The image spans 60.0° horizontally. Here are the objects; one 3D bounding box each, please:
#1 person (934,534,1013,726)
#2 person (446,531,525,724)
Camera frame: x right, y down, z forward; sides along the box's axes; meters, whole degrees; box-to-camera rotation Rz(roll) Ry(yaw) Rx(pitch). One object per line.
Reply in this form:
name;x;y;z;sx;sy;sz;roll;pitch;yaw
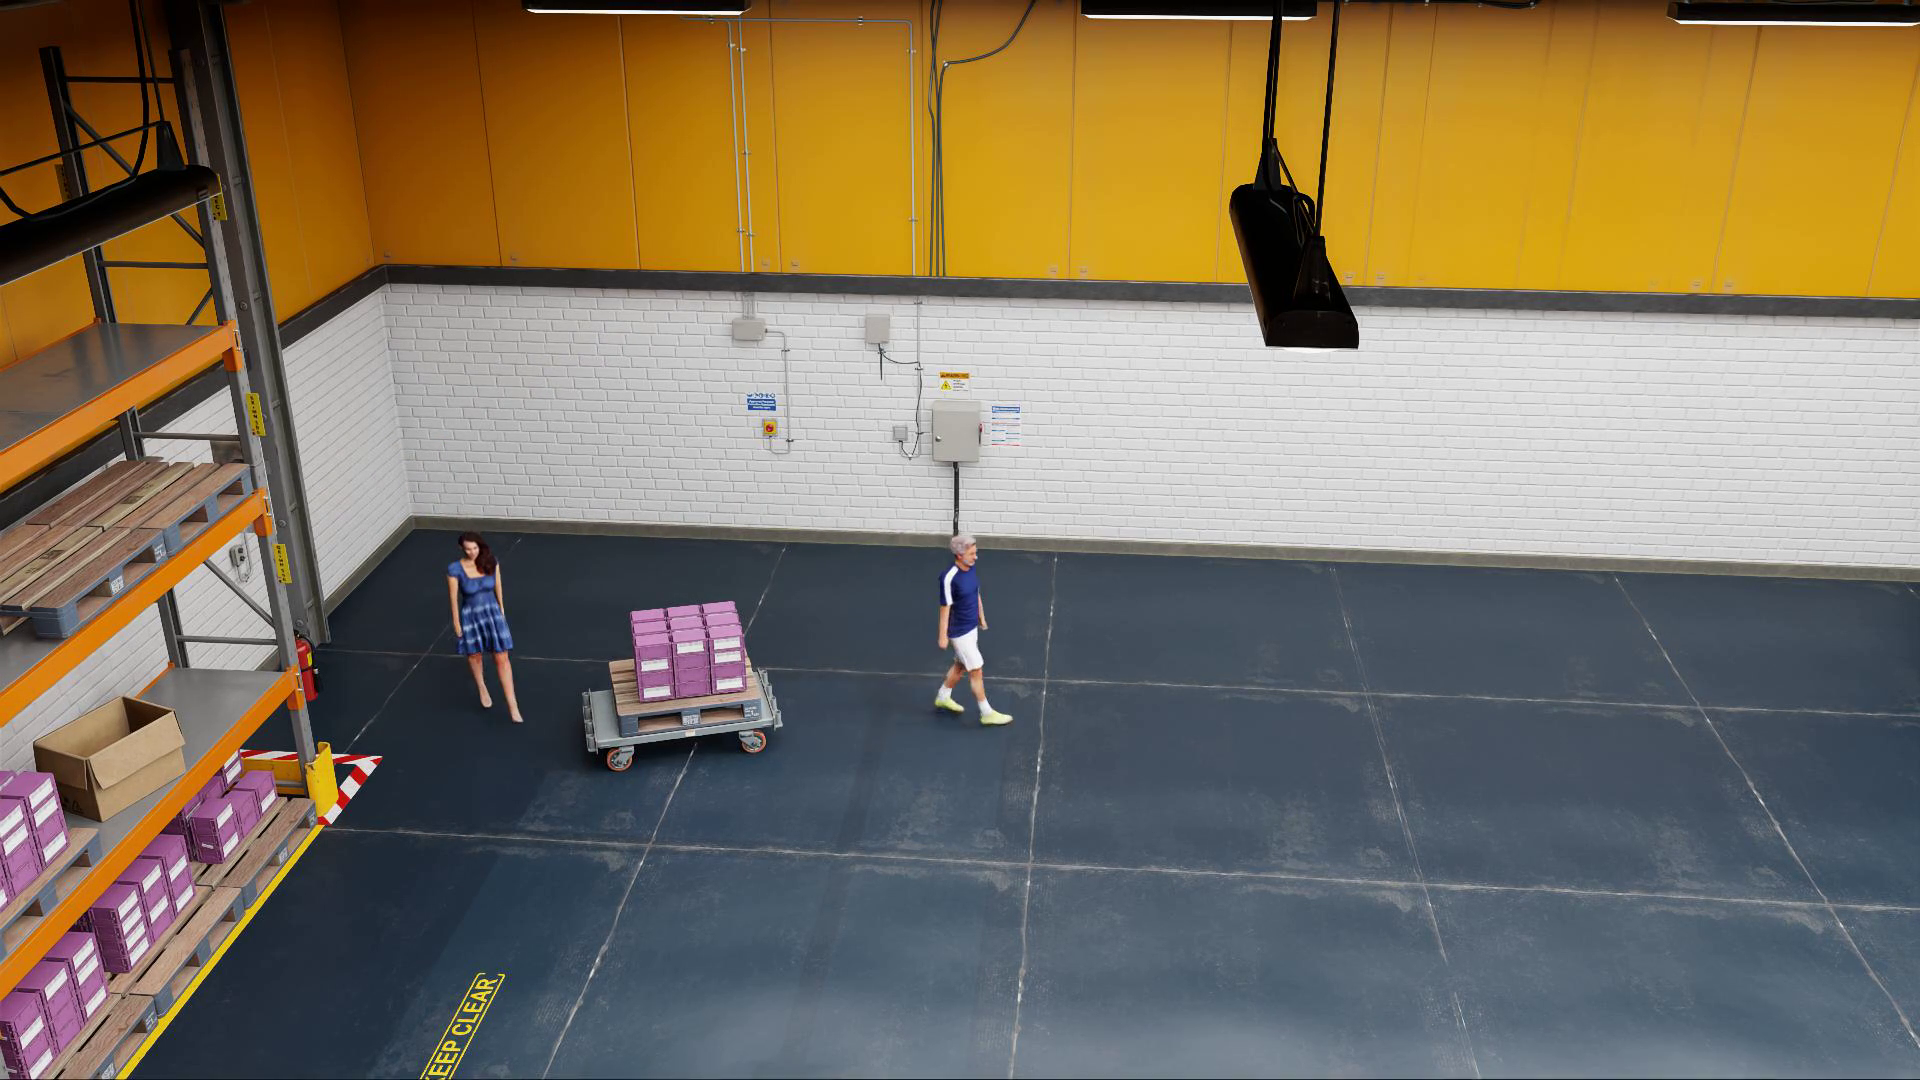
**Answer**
person;-0.043;0.774;14.592;0.926;1.793;1.028;11;26;23
person;-4.262;0.734;14.717;1.026;1.766;1.166;-13;27;-28
